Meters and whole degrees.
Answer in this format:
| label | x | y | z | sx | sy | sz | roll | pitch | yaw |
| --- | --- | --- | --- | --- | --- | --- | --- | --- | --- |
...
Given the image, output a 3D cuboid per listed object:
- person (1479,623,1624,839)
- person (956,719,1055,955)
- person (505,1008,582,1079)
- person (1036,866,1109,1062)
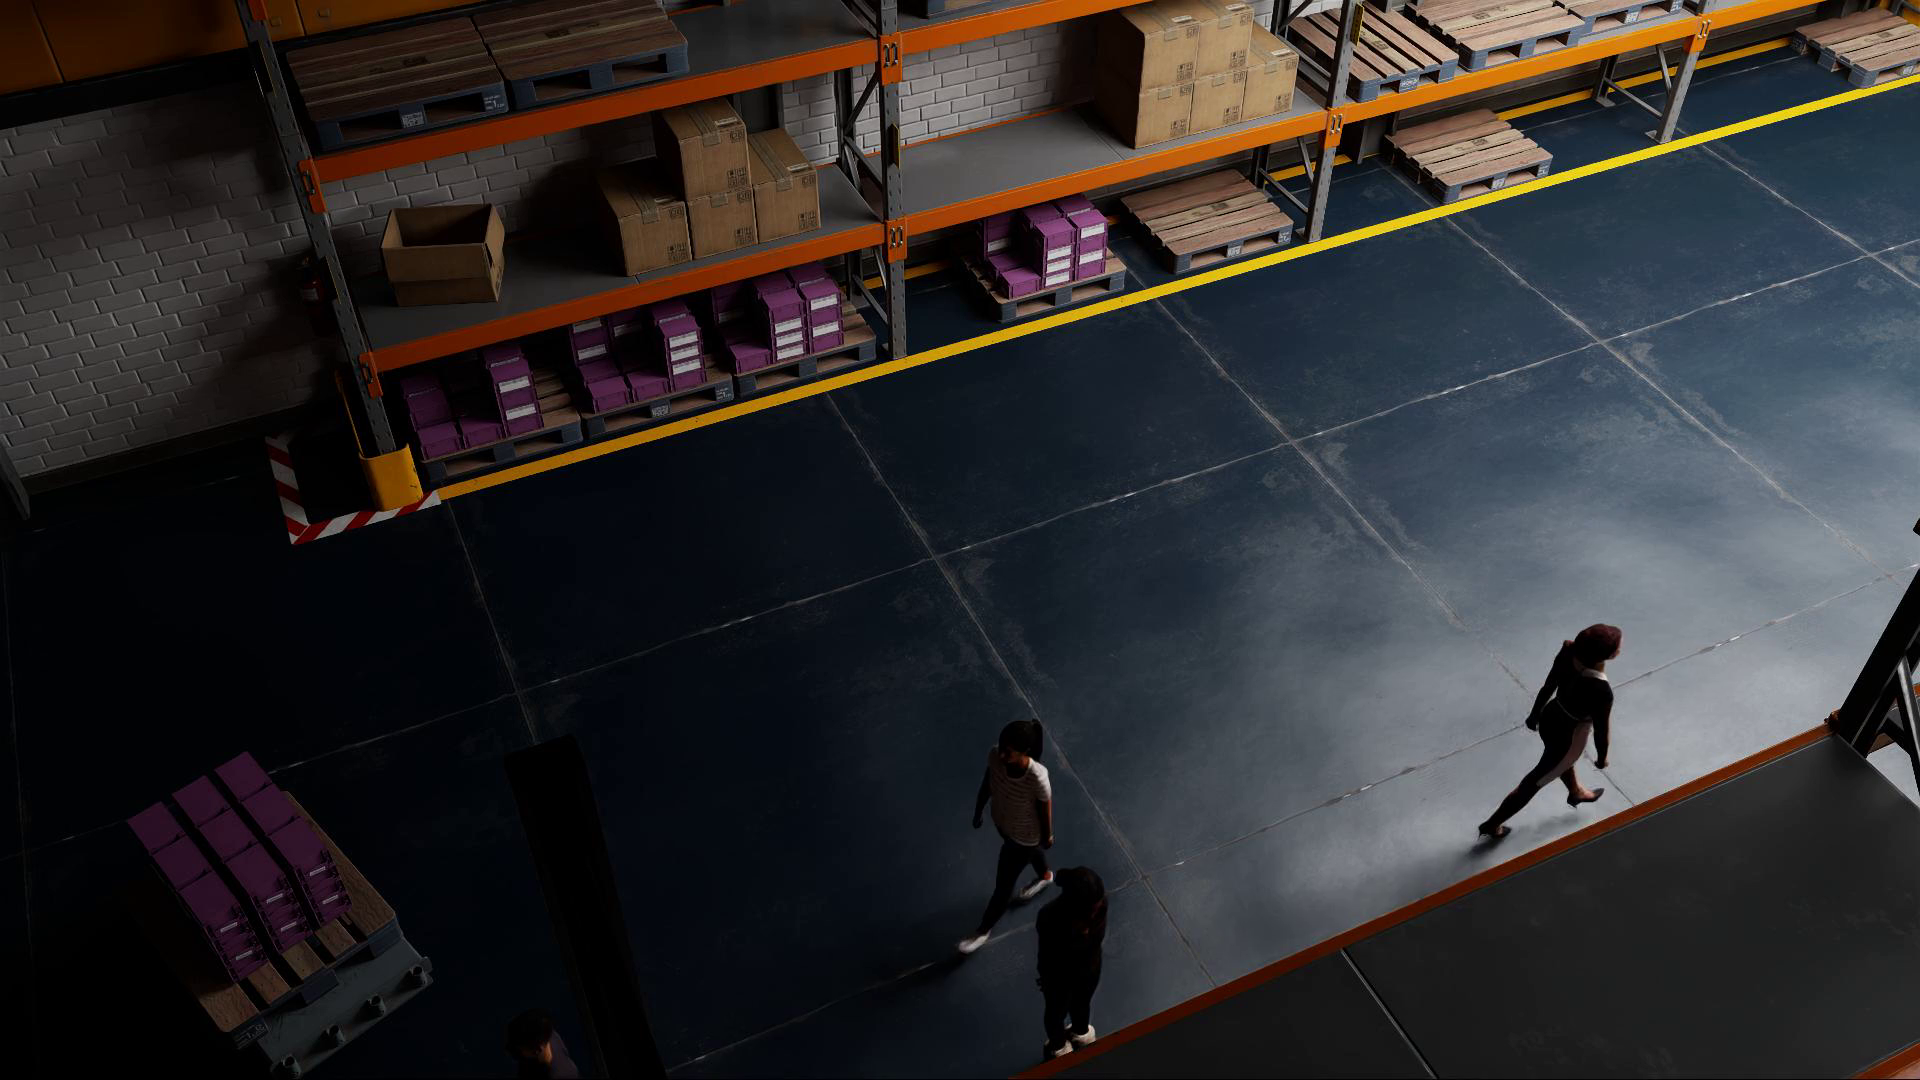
| label | x | y | z | sx | sy | sz | roll | pitch | yaw |
| --- | --- | --- | --- | --- | --- | --- | --- | --- | --- |
| person | 3.328 | 1.169 | 9.443 | 1.115 | 1.756 | 0.675 | -14 | 45 | -14 |
| person | 0.383 | 1.518 | 9.185 | 1.078 | 1.607 | 0.764 | -31 | 52 | -28 |
| person | -1.881 | 2.714 | 7.815 | 0.607 | 1.764 | 0.669 | -26 | 49 | -25 |
| person | 0.557 | 2.168 | 8.463 | 0.602 | 1.661 | 0.664 | 0 | 44 | 0 |
